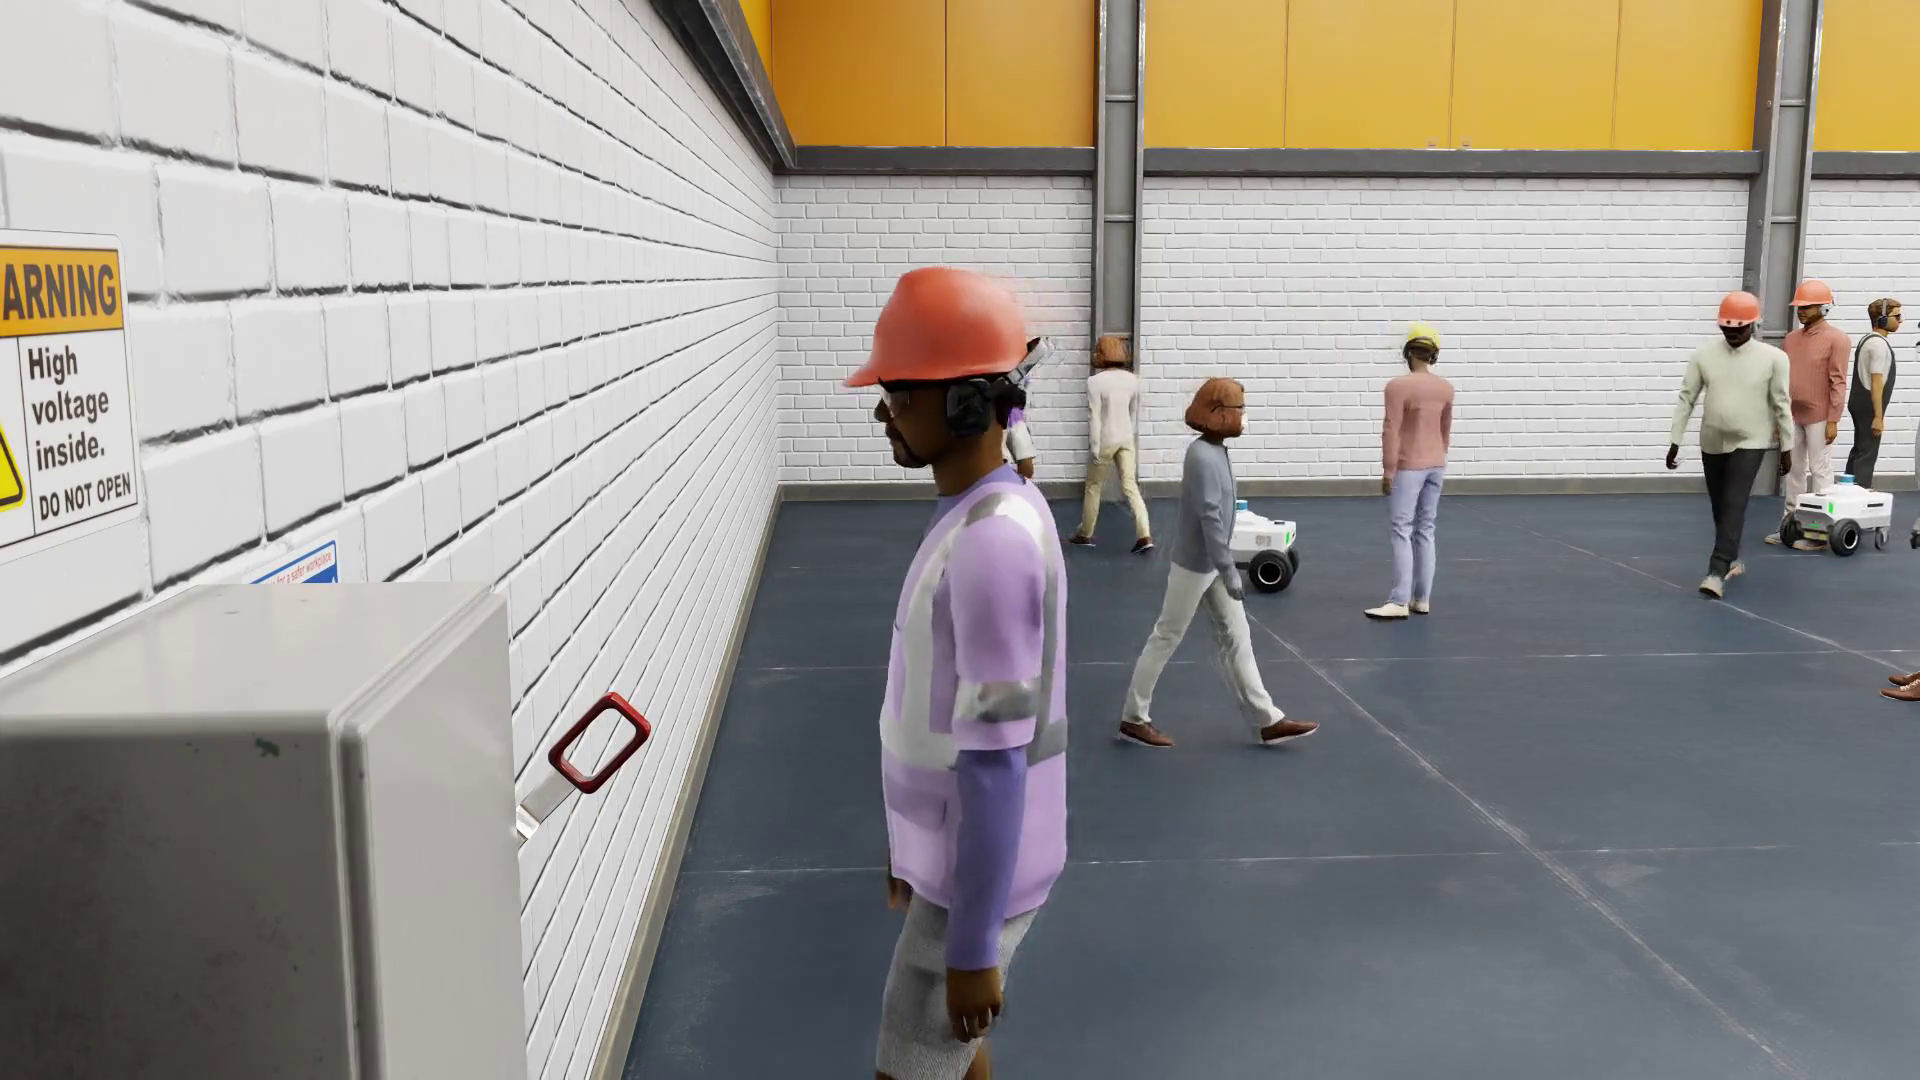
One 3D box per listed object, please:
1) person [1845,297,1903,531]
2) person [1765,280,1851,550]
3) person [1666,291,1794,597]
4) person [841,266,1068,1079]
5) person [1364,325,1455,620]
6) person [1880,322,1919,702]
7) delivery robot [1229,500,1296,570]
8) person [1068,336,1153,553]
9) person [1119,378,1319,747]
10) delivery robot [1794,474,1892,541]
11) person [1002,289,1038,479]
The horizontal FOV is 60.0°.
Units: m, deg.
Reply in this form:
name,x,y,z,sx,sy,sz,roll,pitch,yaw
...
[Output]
name,x,y,z,sx,sy,sz,roll,pitch,yaw
person,7.266,-1.000,13.246,0.350,1.846,0.506,3,10,19
person,6.273,-0.921,12.322,0.407,1.987,0.614,-2,9,-15
person,4.928,-0.622,10.652,0.686,1.922,1.068,8,12,42
person,-0.024,0.550,2.912,0.420,2.039,0.636,0,9,2
person,2.636,-0.401,9.862,0.713,1.724,0.358,-6,11,-32
person,4.631,-0.152,7.883,0.327,1.862,0.517,7,12,38
delivery robot,1.811,-0.016,10.814,0.707,0.478,0.477,3,9,16
person,1.131,-0.698,12.188,0.501,1.590,0.870,-6,11,-31
person,1.077,0.116,7.029,0.858,1.590,0.500,3,10,21
delivery robot,6.488,-0.239,12.213,0.707,0.478,0.477,-4,10,-25
person,0.309,-0.874,12.210,0.573,1.918,0.413,-5,10,-30
